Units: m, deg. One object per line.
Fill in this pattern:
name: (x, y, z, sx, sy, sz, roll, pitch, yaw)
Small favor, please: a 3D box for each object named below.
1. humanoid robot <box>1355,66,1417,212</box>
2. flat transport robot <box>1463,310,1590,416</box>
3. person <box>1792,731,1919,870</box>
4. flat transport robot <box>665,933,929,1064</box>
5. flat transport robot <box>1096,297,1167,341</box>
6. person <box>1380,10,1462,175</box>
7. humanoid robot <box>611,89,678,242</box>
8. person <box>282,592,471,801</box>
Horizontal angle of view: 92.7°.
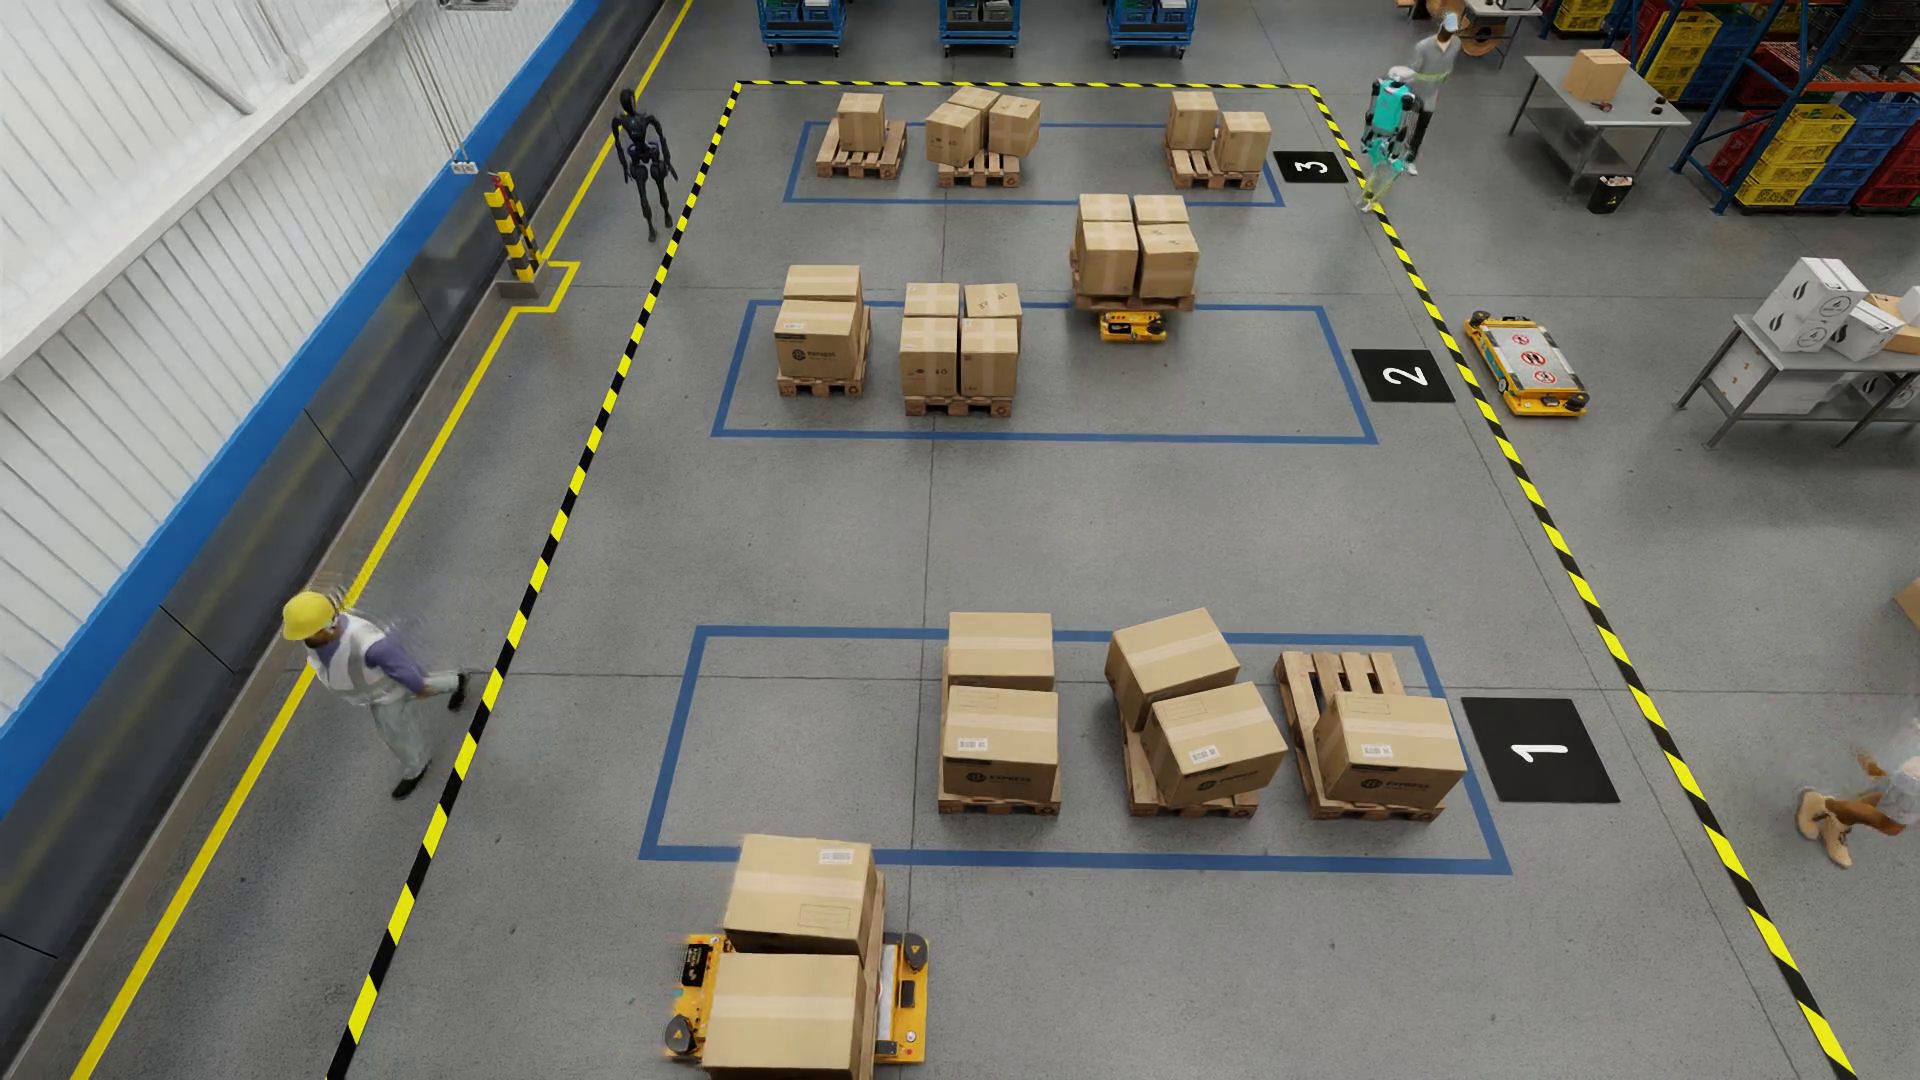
humanoid robot: (4.934, -4.539, 10.528, 0.838, 1.820, 0.538, -26, 54, -21)
flat transport robot: (5.573, -1.757, 9.054, 0.659, 0.231, 1.431, 1, 49, 1)
person: (5.626, 1.335, 5.213, 0.621, 2.029, 0.424, -1, 49, -1)
flat transport robot: (-0.907, 2.607, 5.259, 1.431, 0.197, 0.652, 1, 49, 1)
flat transport robot: (1.792, -2.647, 9.806, 0.652, 0.197, 1.431, 1, 49, 1)
person: (5.713, -5.599, 11.356, 0.598, 1.818, 0.895, -4, 49, -3)
humanoid robot: (-3.489, -4.175, 10.229, 0.590, 1.637, 0.687, -8, 50, -7)
person: (-3.668, 0.833, 5.801, 0.589, 1.796, 0.870, 19, 52, 16)
